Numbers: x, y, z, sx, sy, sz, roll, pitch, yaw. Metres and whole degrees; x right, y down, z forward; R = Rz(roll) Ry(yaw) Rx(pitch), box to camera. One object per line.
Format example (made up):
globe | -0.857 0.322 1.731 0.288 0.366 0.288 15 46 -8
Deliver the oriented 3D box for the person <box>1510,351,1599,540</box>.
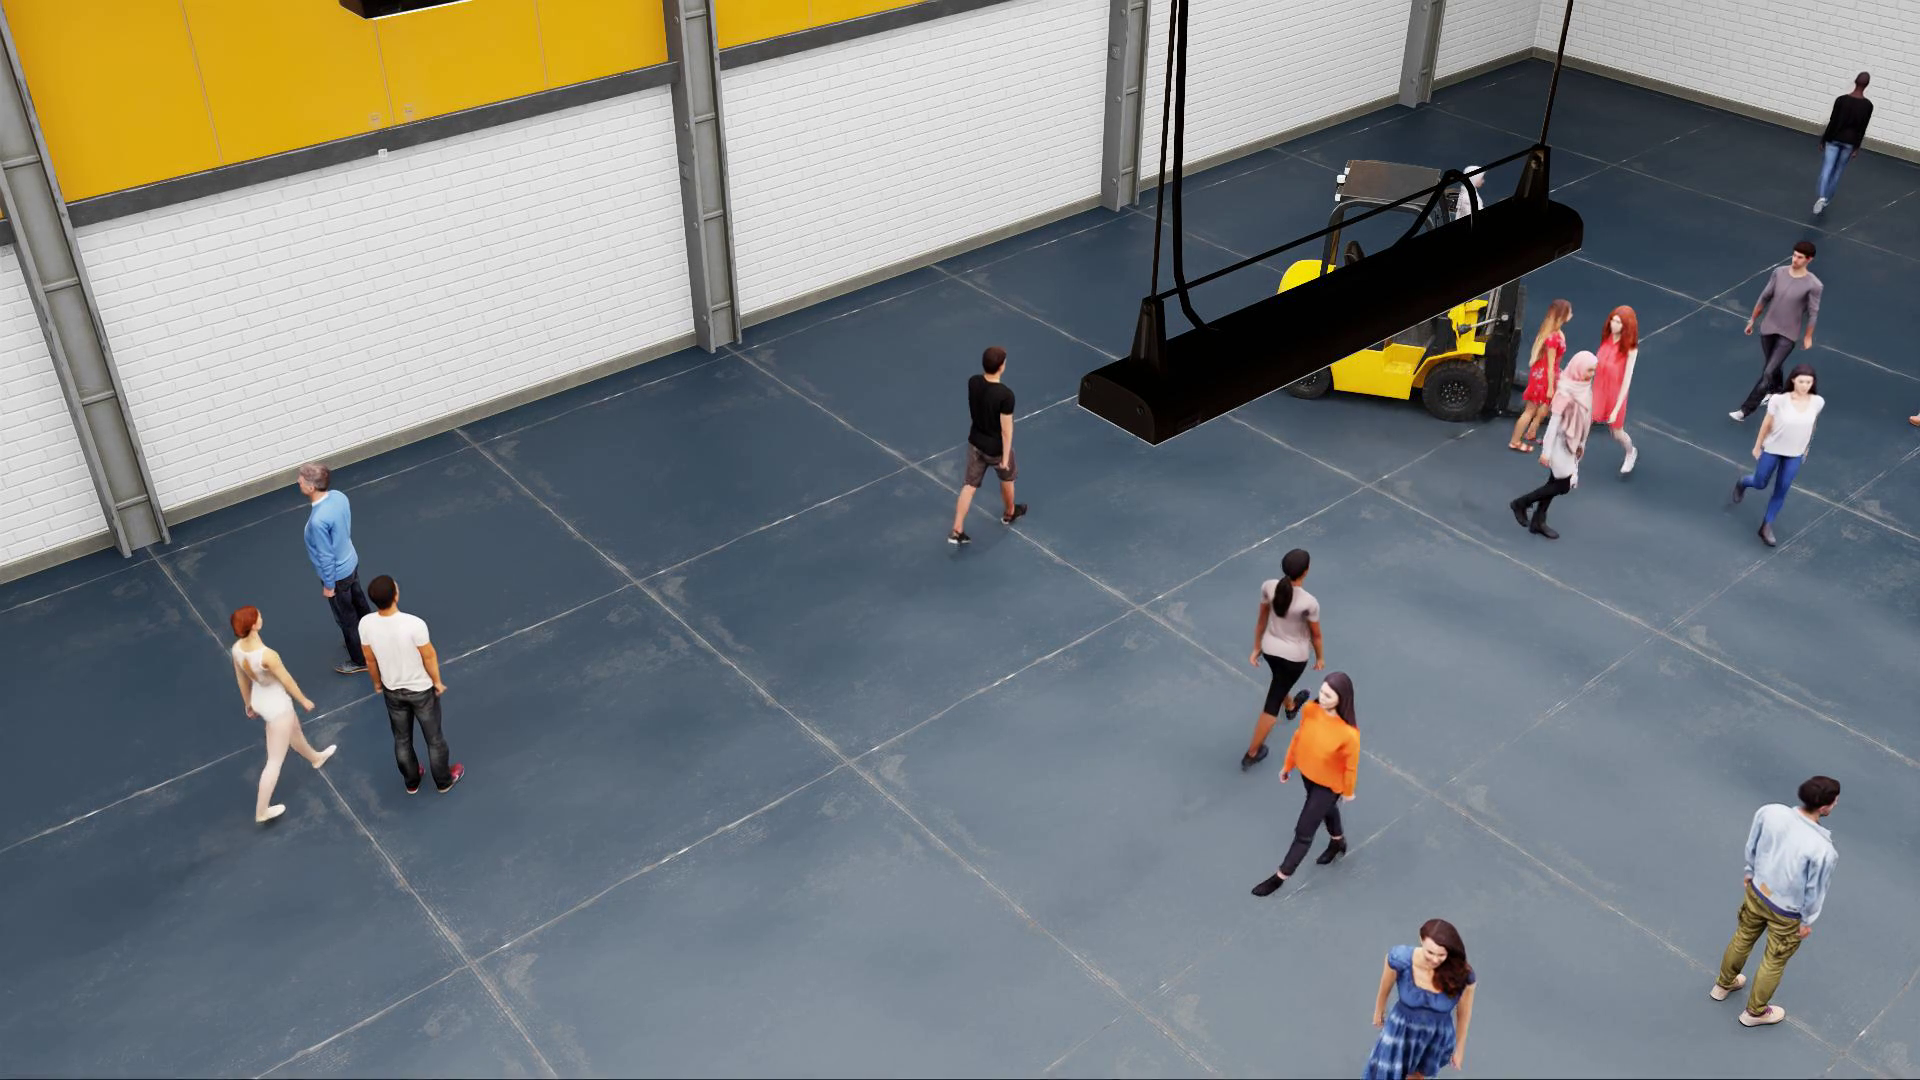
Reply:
person | 5.073 -0.837 14.276 0.758 1.791 0.715 26 42 34

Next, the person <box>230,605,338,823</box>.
person | -4.753 1.208 11.373 0.799 1.599 1.129 17 37 24

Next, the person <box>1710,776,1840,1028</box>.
person | 4.830 2.119 9.812 0.664 1.810 0.733 -14 36 -20

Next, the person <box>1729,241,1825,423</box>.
person | 7.982 -2.026 16.058 1.224 1.798 0.846 -18 38 -25

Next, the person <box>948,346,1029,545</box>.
person | 0.178 -0.779 14.153 0.889 1.831 1.283 21 39 28

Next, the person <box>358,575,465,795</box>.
person | -3.825 1.006 11.493 0.709 1.804 0.772 3 34 4

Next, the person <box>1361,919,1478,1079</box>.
person | 2.479 2.657 9.045 1.051 1.763 1.184 7 34 11

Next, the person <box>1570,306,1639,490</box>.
person | 5.880 -1.254 14.905 1.189 1.790 0.758 -18 38 -25

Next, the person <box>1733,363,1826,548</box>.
person | 7.031 -0.788 14.314 0.971 1.667 1.008 1 34 1

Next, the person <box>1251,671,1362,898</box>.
person | 2.413 1.530 10.793 1.145 1.706 0.764 -17 37 -23

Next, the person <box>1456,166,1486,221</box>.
person | 5.349 -3.135 17.747 0.744 1.776 0.674 4 34 6

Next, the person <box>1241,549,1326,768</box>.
person | 2.241 0.876 11.782 0.719 1.699 1.167 27 42 34

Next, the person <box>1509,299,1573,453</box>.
person | 5.342 -1.525 15.503 0.794 1.580 0.731 7 34 10

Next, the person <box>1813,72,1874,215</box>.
person | 10.766 -4.832 20.345 0.853 1.727 1.135 18 38 25

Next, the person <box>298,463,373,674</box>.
person | -4.748 0.192 12.702 0.781 1.820 0.745 -1 34 -1
